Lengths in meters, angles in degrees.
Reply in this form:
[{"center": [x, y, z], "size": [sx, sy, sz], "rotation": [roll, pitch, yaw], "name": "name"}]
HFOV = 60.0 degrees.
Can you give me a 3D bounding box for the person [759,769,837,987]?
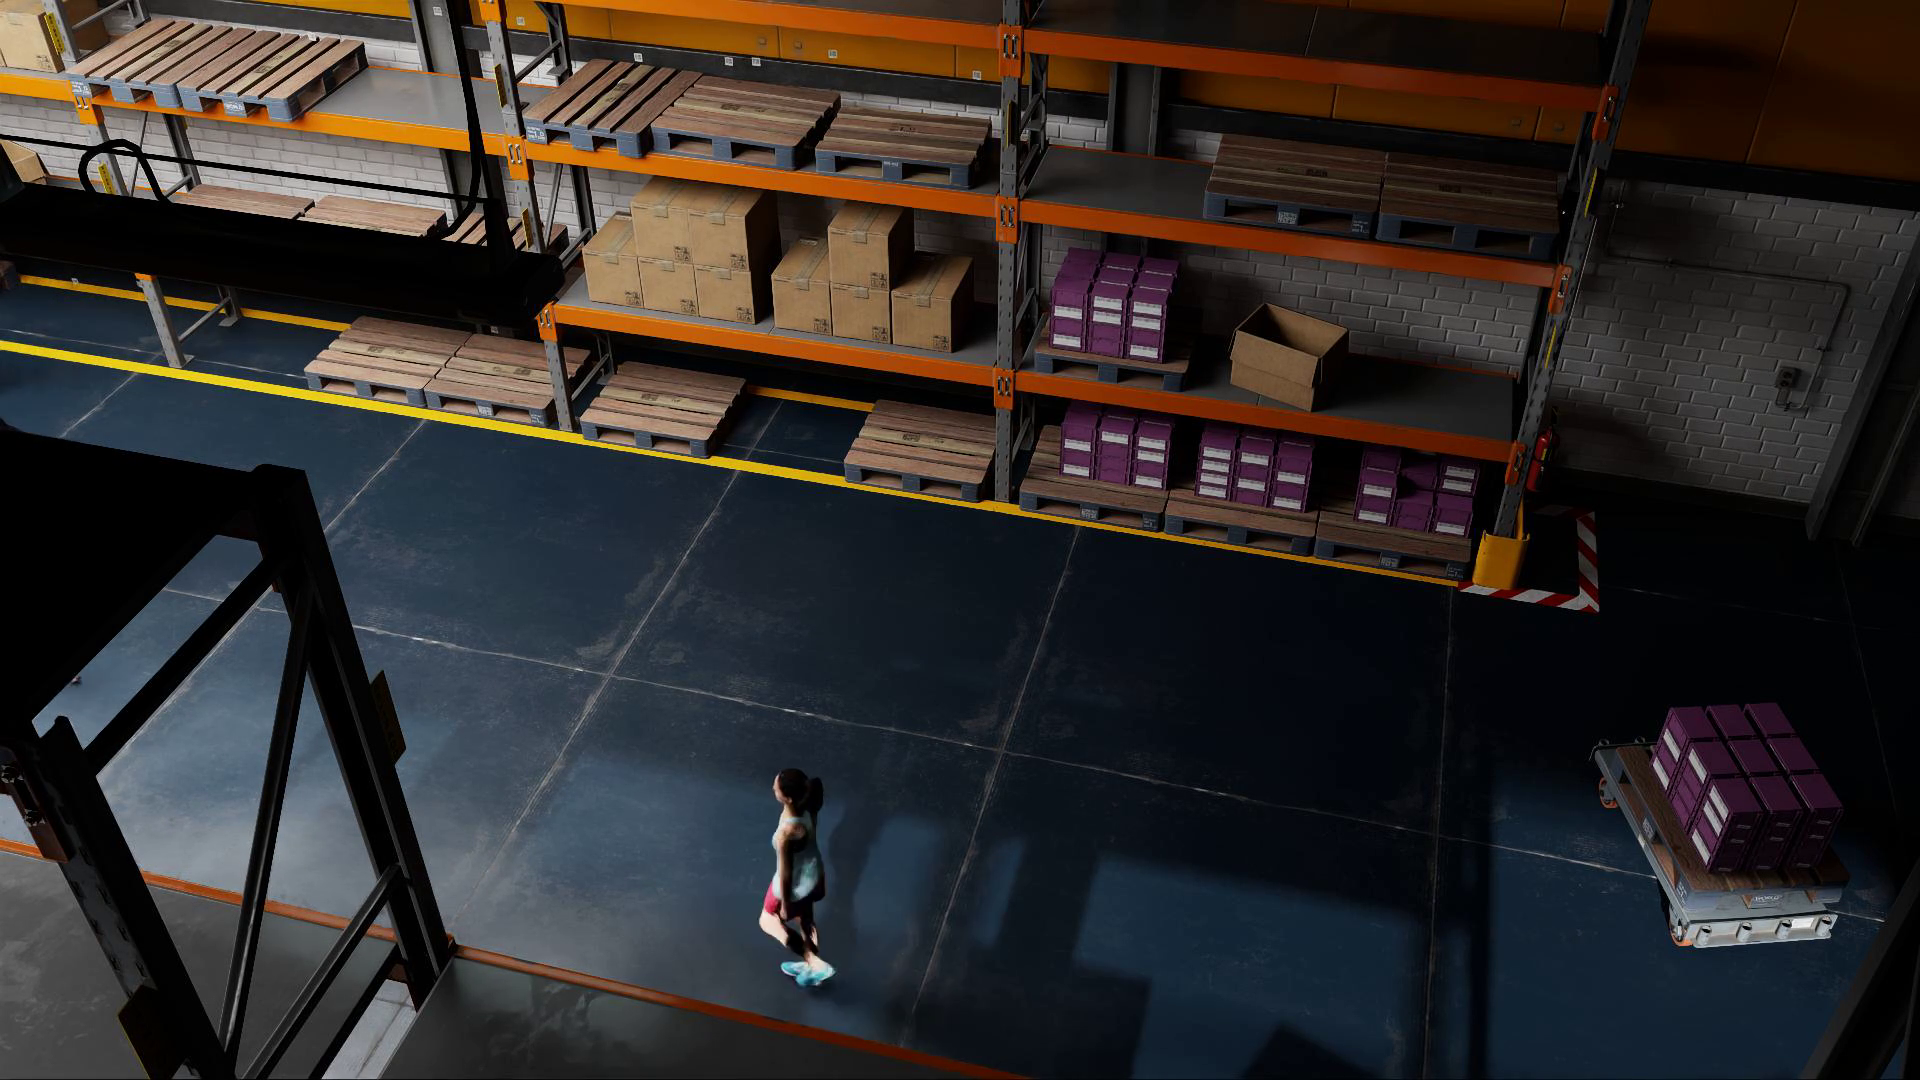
[{"center": [-0.872, 2.014, 9.672], "size": [0.678, 1.756, 0.642], "rotation": [13, 41, 16], "name": "person"}]
